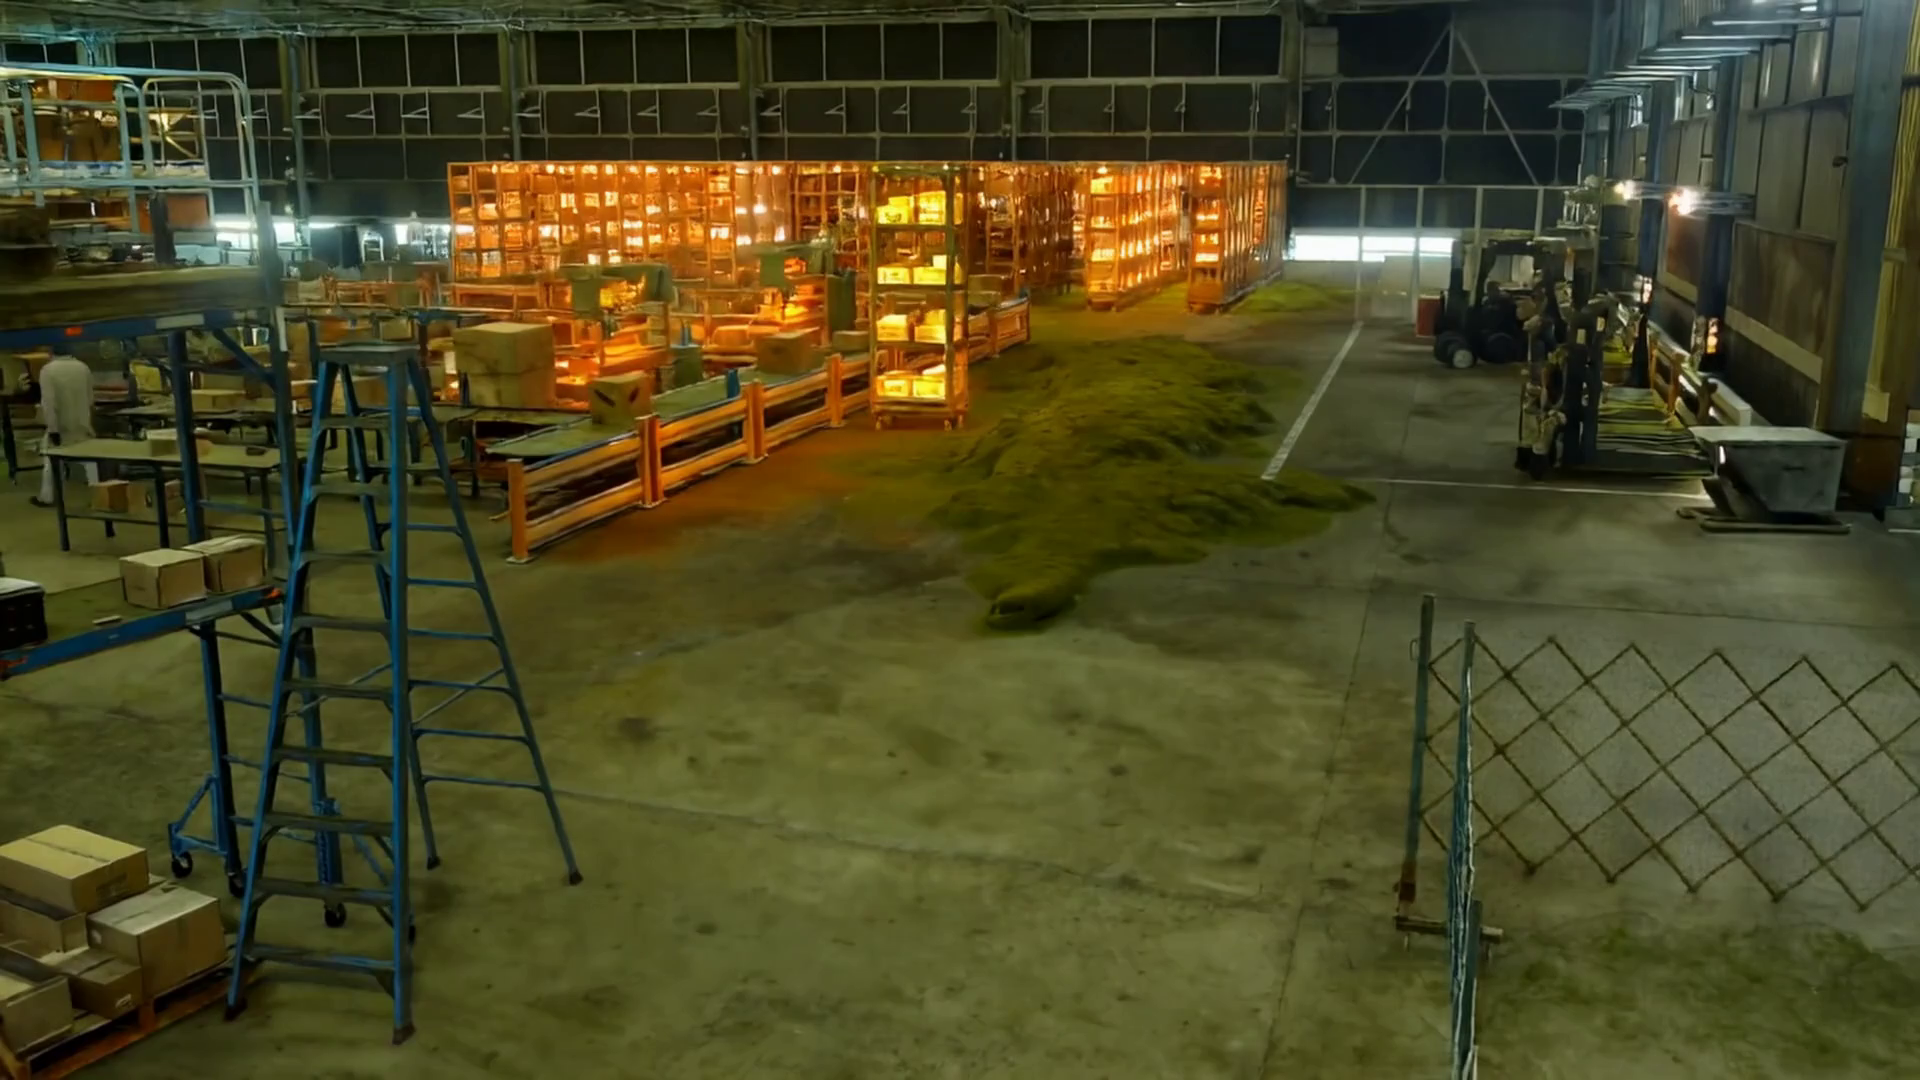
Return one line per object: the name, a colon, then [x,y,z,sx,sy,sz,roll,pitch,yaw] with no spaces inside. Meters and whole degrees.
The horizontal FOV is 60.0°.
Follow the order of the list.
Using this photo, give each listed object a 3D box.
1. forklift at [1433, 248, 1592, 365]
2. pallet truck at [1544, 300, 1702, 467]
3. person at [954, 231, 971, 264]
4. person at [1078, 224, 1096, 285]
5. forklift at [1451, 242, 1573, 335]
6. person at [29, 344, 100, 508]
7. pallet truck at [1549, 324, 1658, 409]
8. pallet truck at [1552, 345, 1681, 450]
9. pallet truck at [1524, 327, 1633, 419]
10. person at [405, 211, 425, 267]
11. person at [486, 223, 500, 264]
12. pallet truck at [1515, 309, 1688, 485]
forklift: [9.780,-4.111,29.280,2.680,1.987,1.157,3,13,14]
pallet truck: [8.263,-1.952,20.631,1.885,1.965,0.823,5,14,20]
person: [0.074,-8.831,50.701,0.591,1.834,0.404,3,13,12]
person: [3.734,-8.290,48.443,0.858,1.792,0.600,11,17,39]
forklift: [10.464,-4.597,31.405,2.680,1.987,1.157,4,14,16]
person: [-9.672,-1.257,17.918,0.935,1.862,0.677,5,14,21]
pallet truck: [9.824,-2.669,25.407,1.601,1.201,0.680,4,14,16]
pallet truck: [8.641,-1.896,21.908,1.630,1.274,0.653,4,14,16]
pallet truck: [9.065,-2.460,24.370,1.522,1.261,0.704,3,13,14]
person: [-18.527,-10.201,56.500,0.624,1.884,1.025,-11,17,-40]
person: [-14.251,-8.870,50.577,0.802,1.968,0.622,2,13,7]
pallet truck: [7.554,-1.677,19.446,1.885,1.965,0.823,3,13,14]
